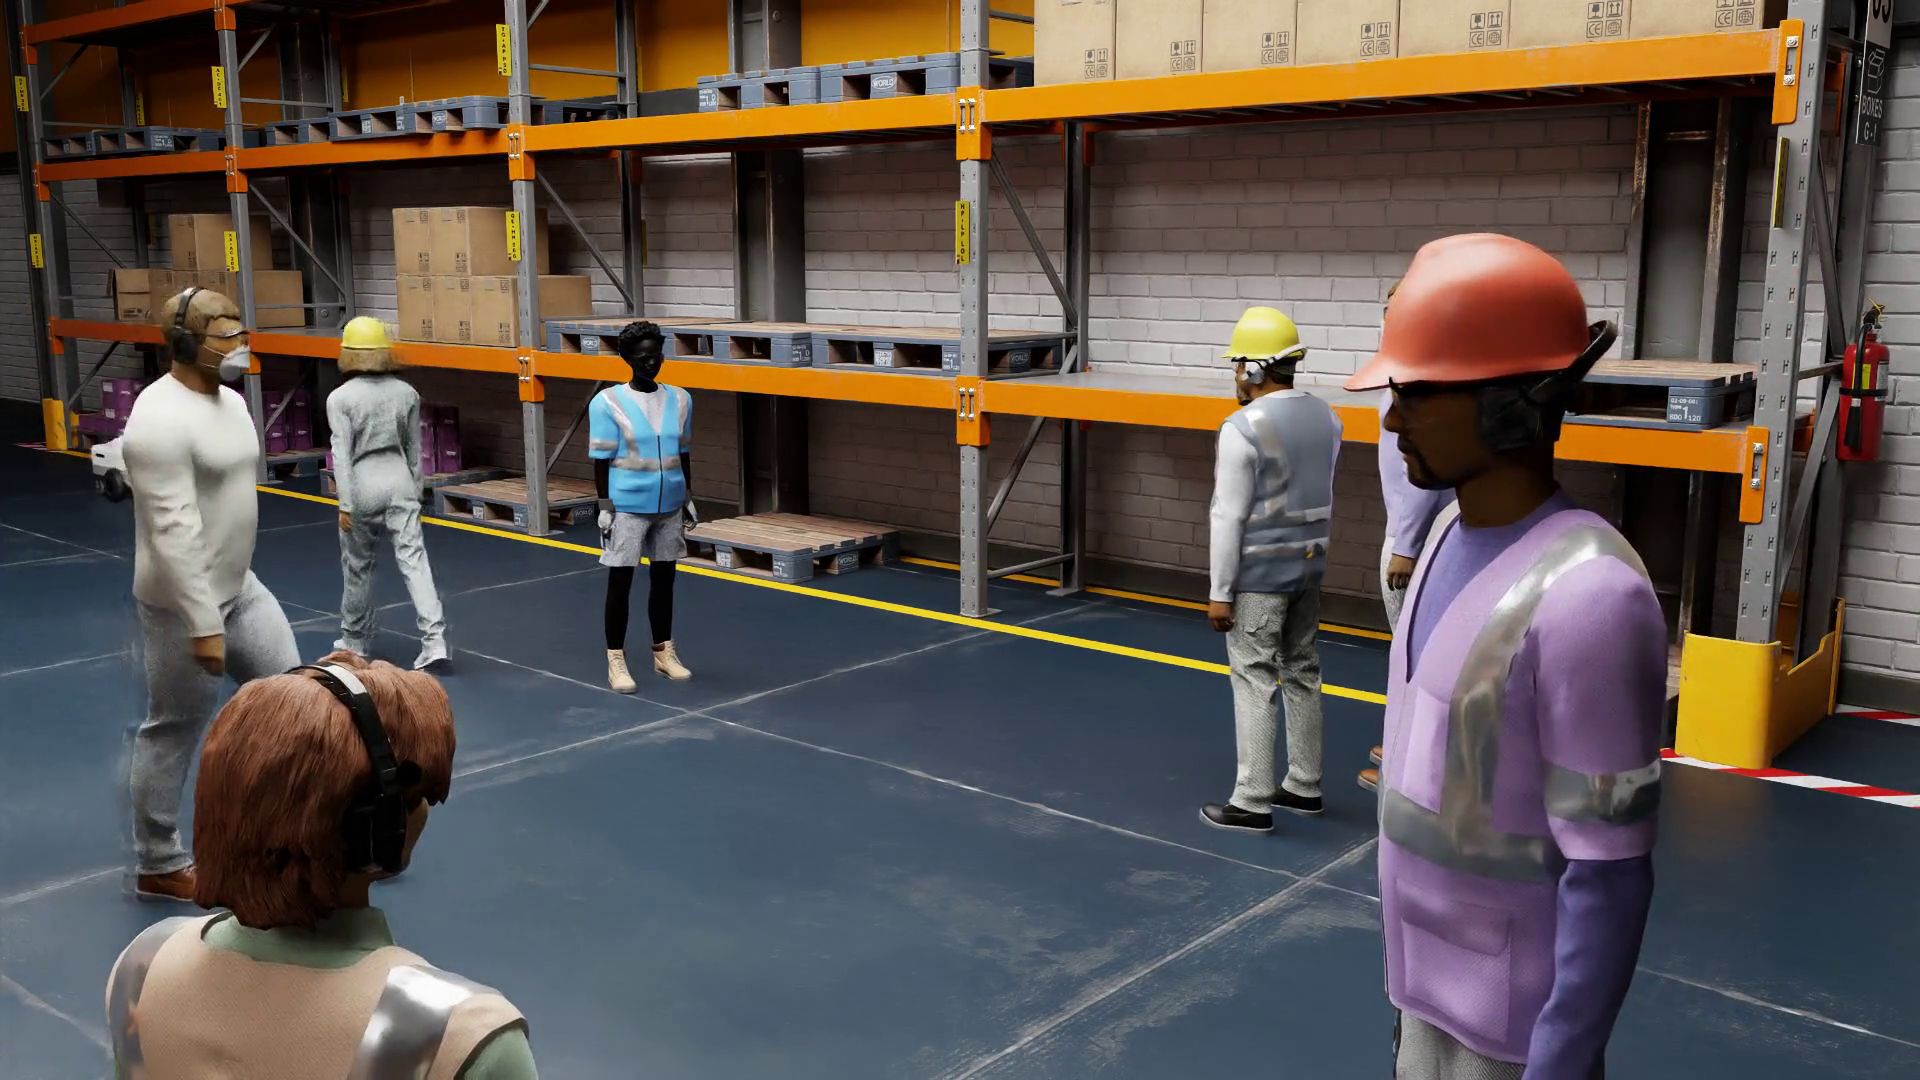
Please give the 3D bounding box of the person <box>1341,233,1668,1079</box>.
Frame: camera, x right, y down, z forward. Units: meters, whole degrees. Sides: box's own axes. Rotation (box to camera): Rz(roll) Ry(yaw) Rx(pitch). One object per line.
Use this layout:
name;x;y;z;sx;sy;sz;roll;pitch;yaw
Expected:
person;0.705;0.607;2.326;0.395;2.038;0.615;0;10;-2

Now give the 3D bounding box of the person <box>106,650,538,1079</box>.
person;-0.604;0.924;1.664;0.523;1.638;0.310;4;11;23

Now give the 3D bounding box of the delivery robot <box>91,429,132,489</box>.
delivery robot;-6.758;-0.661;13.505;0.707;0.478;0.477;9;13;42

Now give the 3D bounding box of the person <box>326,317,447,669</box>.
person;-2.791;-0.225;8.037;0.492;1.701;0.917;-10;14;-44

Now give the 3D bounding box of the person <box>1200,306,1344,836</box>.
person;1.070;0.109;5.789;0.593;1.826;0.404;-9;13;-41

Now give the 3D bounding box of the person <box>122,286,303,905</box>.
person;-2.162;0.192;5.077;0.901;1.900;0.646;0;10;1

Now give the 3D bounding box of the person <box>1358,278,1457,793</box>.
person;1.703;-0.018;6.175;0.354;1.937;0.635;4;11;23

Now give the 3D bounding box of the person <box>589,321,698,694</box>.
person;-1.444;-0.155;7.641;0.537;1.695;0.321;-8;13;-39
